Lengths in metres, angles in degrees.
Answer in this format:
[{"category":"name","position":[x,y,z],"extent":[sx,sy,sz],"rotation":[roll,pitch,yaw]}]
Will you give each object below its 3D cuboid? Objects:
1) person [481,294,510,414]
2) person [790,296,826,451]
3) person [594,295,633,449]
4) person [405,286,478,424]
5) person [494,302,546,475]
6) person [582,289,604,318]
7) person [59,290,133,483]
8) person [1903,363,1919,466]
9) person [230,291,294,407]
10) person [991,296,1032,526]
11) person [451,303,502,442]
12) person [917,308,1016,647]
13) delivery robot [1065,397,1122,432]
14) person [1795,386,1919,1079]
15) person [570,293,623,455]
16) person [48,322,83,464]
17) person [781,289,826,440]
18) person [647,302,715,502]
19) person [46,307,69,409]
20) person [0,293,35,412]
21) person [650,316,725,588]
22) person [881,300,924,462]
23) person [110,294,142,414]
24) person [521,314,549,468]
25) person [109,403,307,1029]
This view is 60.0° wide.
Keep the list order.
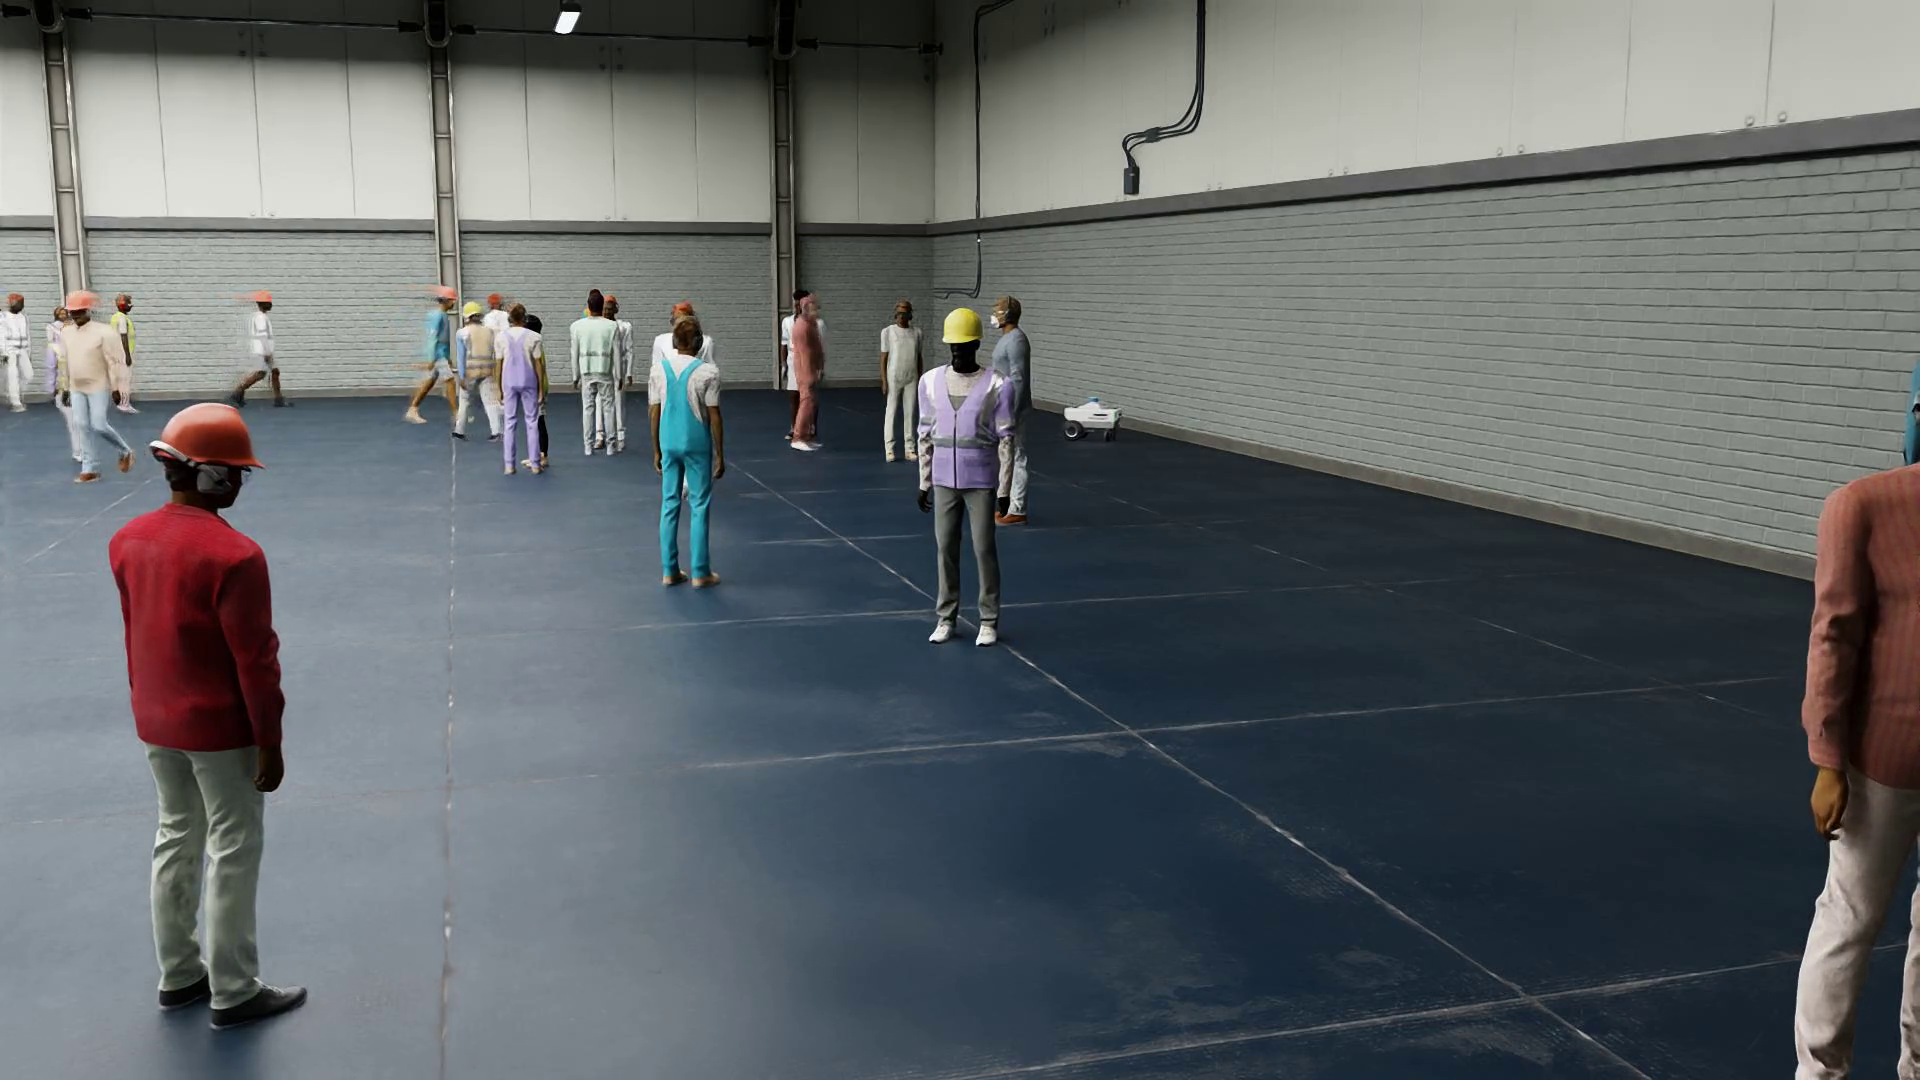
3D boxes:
[{"category":"person","position":[-7.114,-2.860,25.680],"extent":[0.688,1.852,0.350],"rotation":[6,11,36]},{"category":"person","position":[-1.860,-2.020,20.250],"extent":[0.453,1.876,0.686],"rotation":[-1,9,-5]},{"category":"person","position":[-4.289,-2.045,20.373],"extent":[0.575,1.879,0.355],"rotation":[-1,9,-6]},{"category":"person","position":[-7.500,-2.629,23.779],"extent":[1.014,1.992,0.608],"rotation":[-2,9,-13]},{"category":"person","position":[-4.684,-1.607,17.724],"extent":[0.511,1.837,0.348],"rotation":[-1,9,-4]},{"category":"person","position":[-6.112,-3.282,28.153],"extent":[0.395,1.913,0.590],"rotation":[8,12,41]},{"category":"person","position":[-8.895,-1.572,17.062],"extent":[0.615,1.970,0.595],"rotation":[2,9,12]},{"category":"person","position":[5.766,-0.409,9.552],"extent":[0.622,1.996,0.368],"rotation":[7,11,36]},{"category":"person","position":[-11.335,-3.072,26.890],"extent":[0.876,1.909,0.549],"rotation":[-3,9,-16]},{"category":"person","position":[0.423,-1.085,14.054],"extent":[0.370,1.941,0.627],"rotation":[-1,9,-4]},{"category":"person","position":[-6.193,-2.138,21.282],"extent":[0.606,1.782,0.916],"rotation":[-9,12,-43]},{"category":"person","position":[0.026,-0.346,9.424],"extent":[0.582,1.919,0.397],"rotation":[4,10,22]},{"category":"delivery robot","position":[1.723,-1.596,21.417],"extent":[0.707,0.478,0.477],"rotation":[3,9,16]},{"category":"person","position":[2.222,0.500,3.778],"extent":[0.611,1.990,0.392],"rotation":[0,9,-2]},{"category":"person","position":[-4.300,-1.962,19.717],"extent":[0.597,1.916,0.370],"rotation":[0,9,-2]},{"category":"person","position":[-9.935,-1.653,18.759],"extent":[0.849,1.594,0.537],"rotation":[8,12,40]},{"category":"person","position":[-2.031,-2.266,21.542],"extent":[0.608,1.955,0.382],"rotation":[3,9,19]},{"category":"person","position":[-2.607,-1.270,15.497],"extent":[0.598,1.858,0.767],"rotation":[1,9,9]},{"category":"person","position":[-14.461,-2.939,26.835],"extent":[0.308,1.641,0.511],"rotation":[4,10,26]},{"category":"person","position":[-14.821,-2.938,26.138],"extent":[0.413,1.864,0.562],"rotation":[4,10,24]},{"category":"person","position":[-1.828,-0.584,11.202],"extent":[0.512,1.835,0.359],"rotation":[2,9,15]},{"category":"person","position":[-0.649,-1.810,18.987],"extent":[0.506,1.843,0.351],"rotation":[-3,9,-19]},{"category":"person","position":[-12.931,-2.863,25.694],"extent":[0.373,1.843,0.571],"rotation":[-6,11,-34]},{"category":"person","position":[-4.705,-1.639,18.358],"extent":[0.318,1.697,0.534],"rotation":[-4,10,-22]},{"category":"person","position":[-2.080,0.489,4.649],"extent":[0.573,1.739,0.351],"rotation":[5,10,27]}]
